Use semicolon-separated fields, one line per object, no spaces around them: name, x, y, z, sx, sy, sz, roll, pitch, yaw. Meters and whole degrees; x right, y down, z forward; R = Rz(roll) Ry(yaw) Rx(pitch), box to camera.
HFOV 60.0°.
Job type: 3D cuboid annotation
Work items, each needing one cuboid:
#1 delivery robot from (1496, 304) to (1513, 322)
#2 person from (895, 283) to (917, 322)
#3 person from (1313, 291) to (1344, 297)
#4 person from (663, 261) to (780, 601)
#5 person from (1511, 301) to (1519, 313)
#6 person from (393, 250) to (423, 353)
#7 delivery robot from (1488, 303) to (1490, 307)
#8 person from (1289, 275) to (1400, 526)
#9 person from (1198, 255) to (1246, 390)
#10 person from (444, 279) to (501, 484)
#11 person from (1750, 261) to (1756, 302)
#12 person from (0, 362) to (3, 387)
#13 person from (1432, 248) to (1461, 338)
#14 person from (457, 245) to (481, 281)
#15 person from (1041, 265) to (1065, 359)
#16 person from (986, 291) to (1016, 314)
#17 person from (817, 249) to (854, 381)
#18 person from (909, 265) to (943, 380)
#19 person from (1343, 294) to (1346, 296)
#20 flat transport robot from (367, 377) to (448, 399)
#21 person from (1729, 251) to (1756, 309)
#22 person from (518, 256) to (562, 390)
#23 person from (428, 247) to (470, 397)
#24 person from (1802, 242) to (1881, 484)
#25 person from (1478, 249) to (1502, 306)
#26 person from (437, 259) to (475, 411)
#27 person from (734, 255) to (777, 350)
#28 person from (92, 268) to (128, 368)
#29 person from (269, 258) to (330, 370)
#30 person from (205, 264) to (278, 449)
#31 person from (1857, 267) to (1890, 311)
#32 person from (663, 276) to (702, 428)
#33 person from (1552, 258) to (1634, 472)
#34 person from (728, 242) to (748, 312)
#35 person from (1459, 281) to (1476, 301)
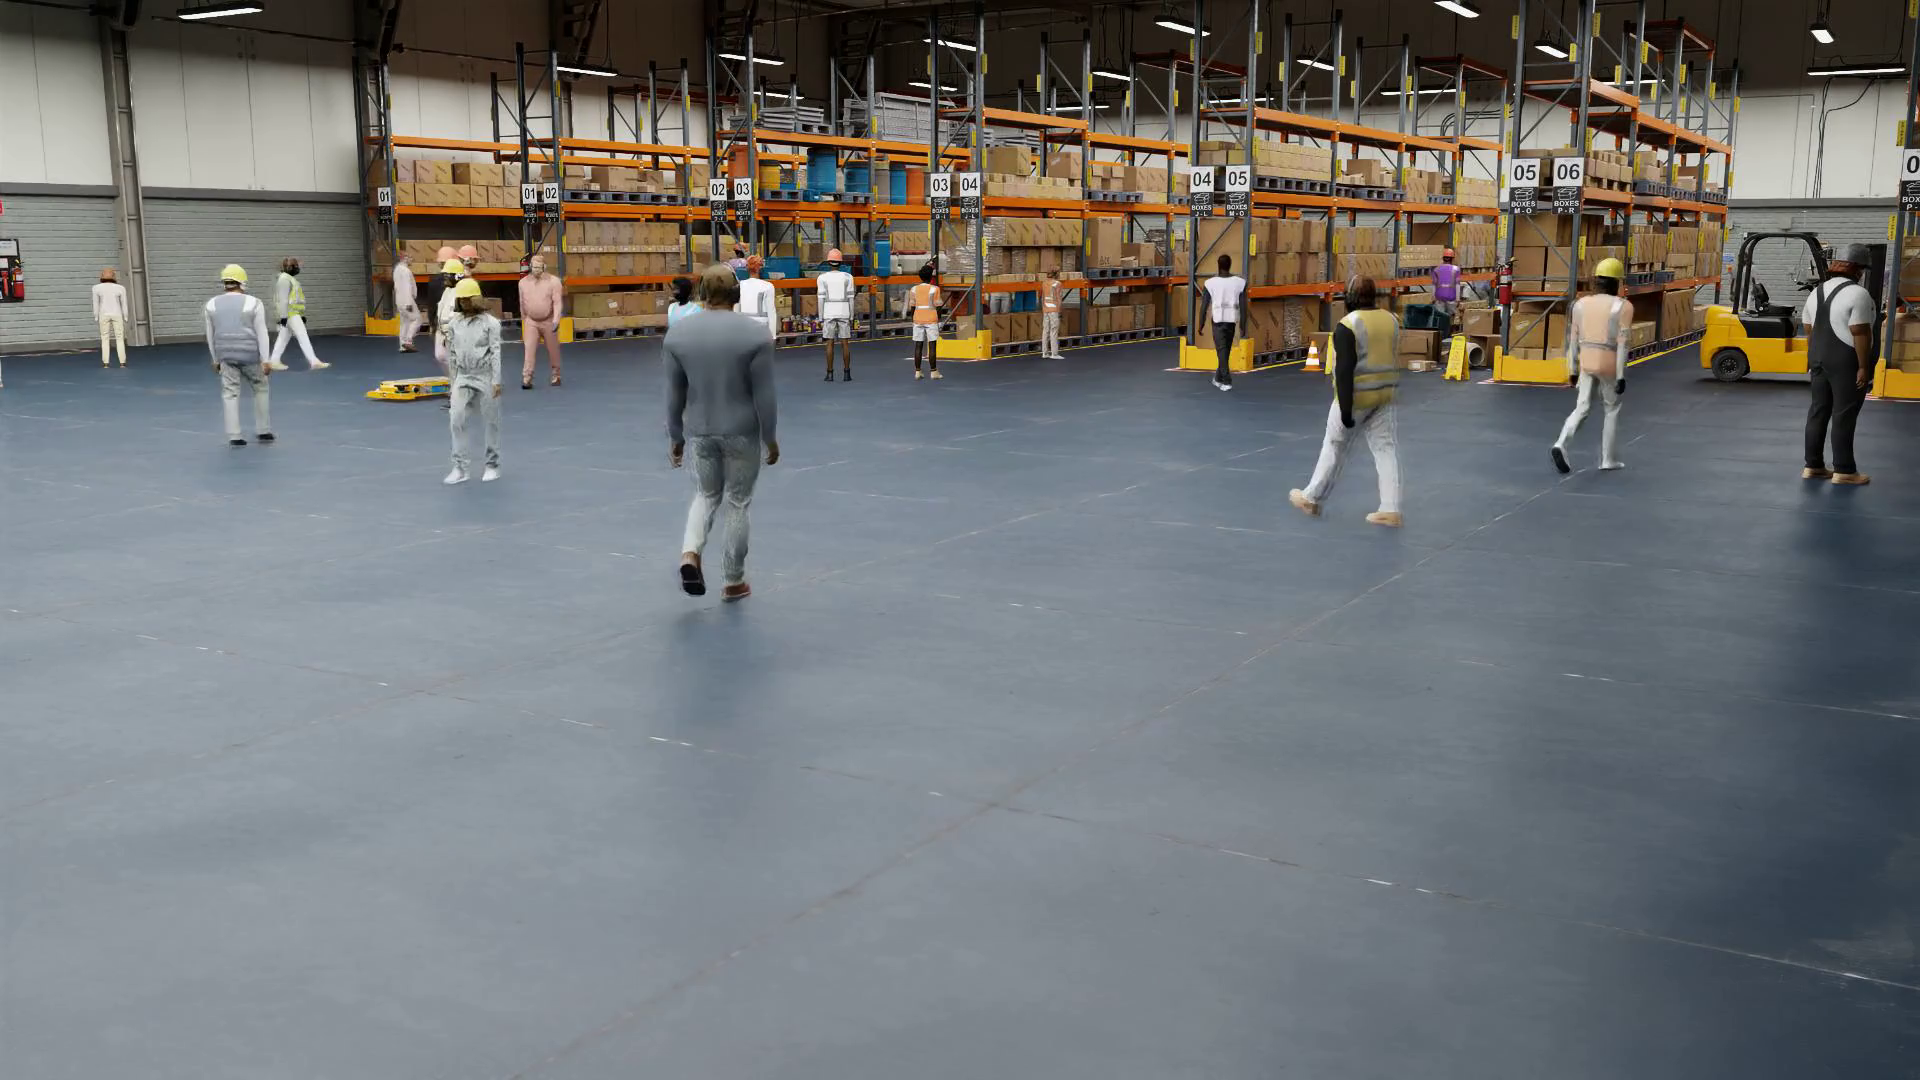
delivery robot;13.038;-5.493;40.356;0.707;0.478;0.477;-1;10;-4
person;-1.385;-6.396;42.772;0.510;1.591;0.839;3;11;18
person;7.730;-5.143;34.920;0.658;1.884;0.417;3;11;18
person;-1.335;-0.583;9.289;0.632;1.923;0.530;2;10;13
person;14.160;-6.457;42.295;0.551;1.894;0.894;2;10;11
person;-10.186;-4.388;30.694;0.445;1.887;0.673;-7;12;-33
delivery robot;13.079;-5.609;41.004;0.477;0.478;0.707;1;10;5
person;2.868;-1.025;12.129;0.624;1.785;0.980;-6;12;-31
person;3.649;-3.026;23.139;0.614;1.864;1.028;-1;10;-7
person;-4.112;-1.328;14.026;0.501;1.720;0.701;1;10;7
person;17.926;-5.554;37.944;0.594;1.622;0.377;-8;13;-38
person;-13.711;-3.063;23.283;0.584;1.881;0.337;4;11;21
person;9.695;-4.837;33.137;0.577;1.911;0.675;5;11;28
person;-6.948;-3.164;23.547;0.401;1.989;0.623;-4;11;-24
person;1.611;-3.973;29.077;0.315;1.636;0.514;-7;12;-34
person;0.809;-4.811;32.974;0.629;1.930;0.378;0;10;3
person;-1.823;-3.293;24.417;0.542;1.939;0.361;-2;10;-9
person;-0.500;-3.237;24.782;0.533;1.697;0.319;5;11;27
person;8.397;-5.354;36.351;0.354;1.809;0.647;3;11;18
flat transport robot;-7.032;-2.017;21.944;0.652;0.197;1.431;6;12;30
person;17.357;-5.468;36.860;0.539;1.841;0.573;4;11;24
person;-5.866;-3.051;23.322;0.633;1.852;0.958;0;10;-1
person;-6.534;-2.771;21.391;0.639;1.977;0.518;1;10;4
person;7.514;-1.506;14.124;0.538;2.000;0.681;-2;10;-12
person;13.012;-6.185;40.783;0.631;1.860;1.022;-9;13;-40
person;-6.093;-2.470;20.100;0.404;1.837;0.587;-10;14;-43
person;-2.449;-2.460;19.921;0.574;1.879;0.341;5;11;24
person;-13.873;-3.626;27.178;0.505;1.624;0.296;-5;11;-27
person;-10.648;-3.603;26.575;0.954;1.793;0.646;-2;10;-13
person;-7.125;-1.825;16.549;0.622;1.803;0.742;0;10;-1
person;17.313;-4.572;31.644;0.585;1.919;0.388;5;11;28
person;-3.010;-2.105;18.508;0.773;1.671;0.533;-10;14;-44
person;5.614;-1.534;14.690;0.852;1.902;0.593;-7;13;-36
person;-4.808;-5.500;36.492;0.615;2.040;0.391;9;13;40
person;12.839;-6.550;42.465;0.597;2.009;0.944;7;12;35
